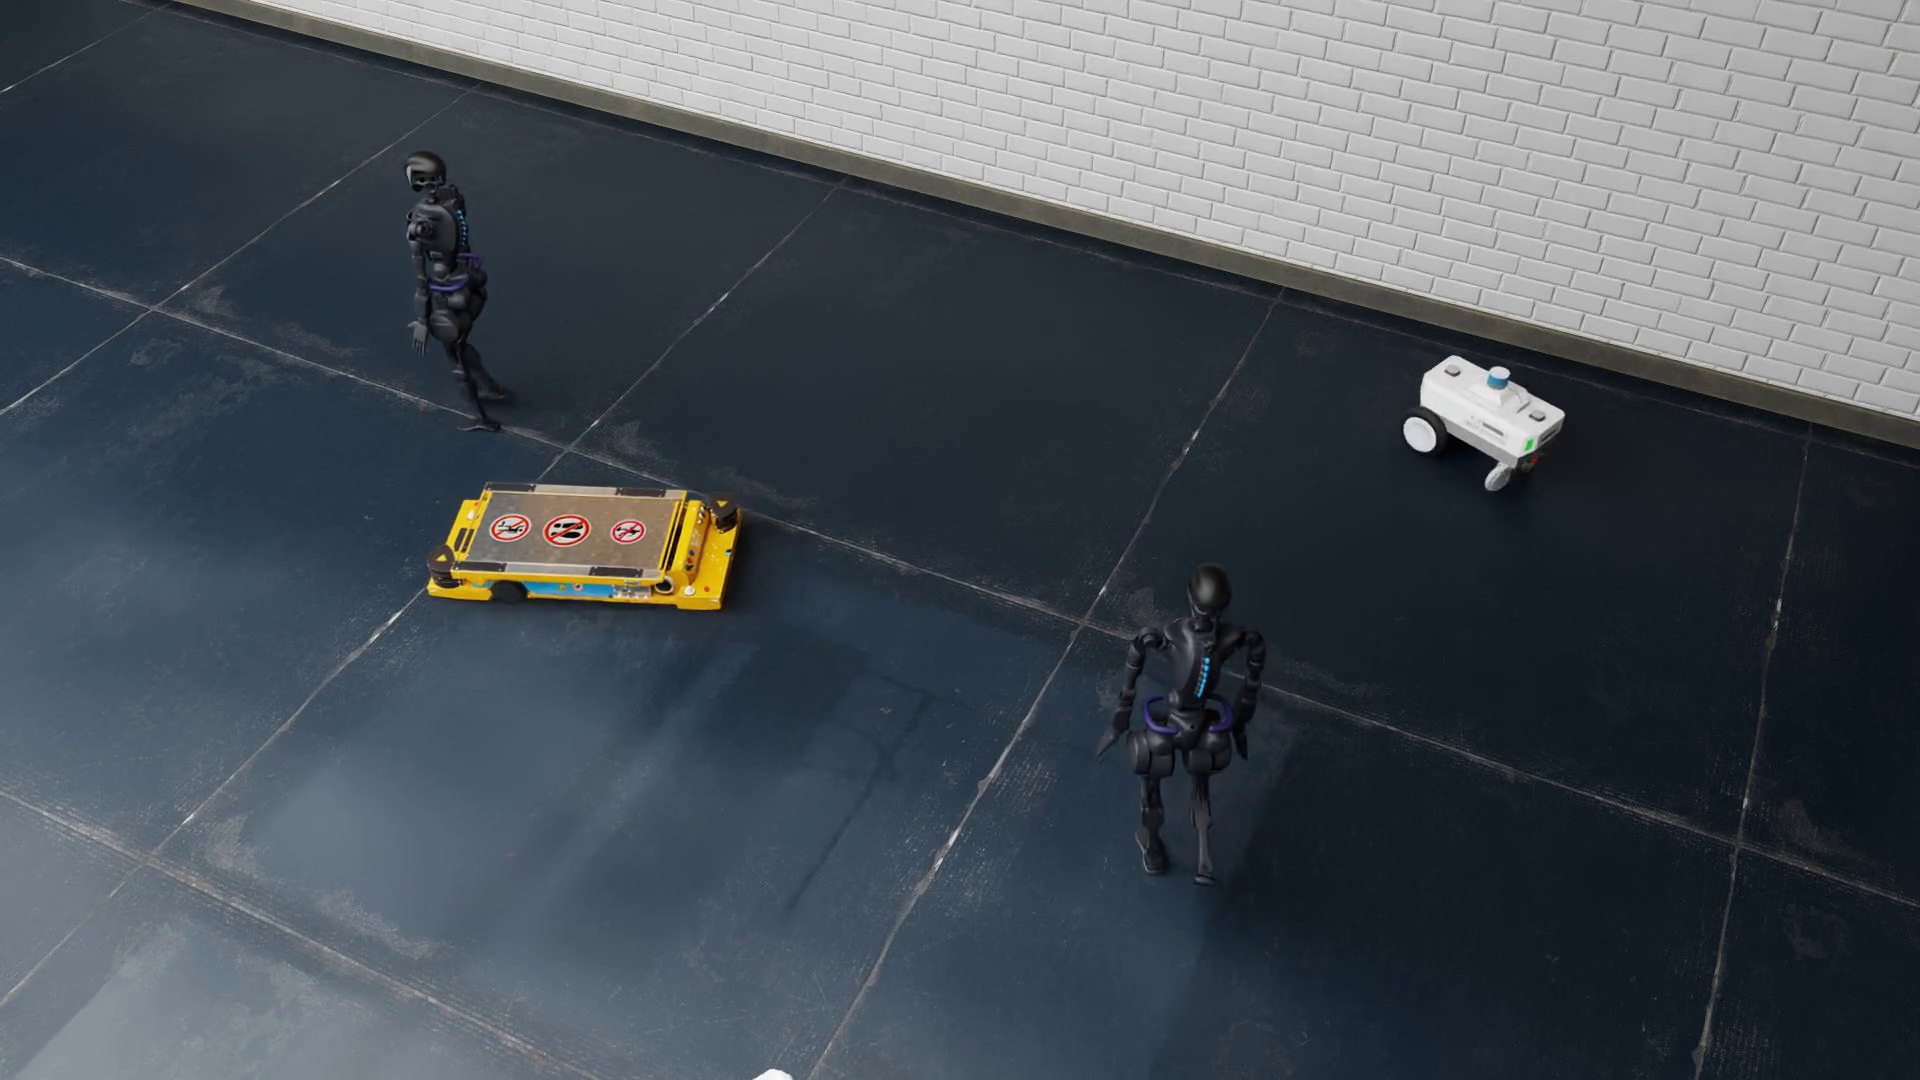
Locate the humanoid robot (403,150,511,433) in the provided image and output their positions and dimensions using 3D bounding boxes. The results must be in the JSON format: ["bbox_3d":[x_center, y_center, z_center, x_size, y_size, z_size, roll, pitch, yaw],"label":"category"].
[{"bbox_3d":[-2.625,-1.247,8.561,0.343,1.656,0.583,7,43,8],"label":"humanoid robot"}]

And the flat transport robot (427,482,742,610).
[{"bbox_3d":[-1.842,0.029,8.224,1.431,0.231,0.659,2,43,3],"label":"flat transport robot"}]

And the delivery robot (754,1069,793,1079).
[{"bbox_3d":[-0.572,2.199,5.685,0.499,0.611,0.809,-25,49,-25],"label":"delivery robot"}]

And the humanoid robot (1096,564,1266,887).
[{"bbox_3d":[0.846,0.791,6.376,0.607,1.643,0.492,-4,43,-5],"label":"humanoid robot"}]

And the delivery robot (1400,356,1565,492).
[{"bbox_3d":[2.738,-0.649,8.759,0.525,0.613,0.785,-32,52,-30],"label":"delivery robot"}]
